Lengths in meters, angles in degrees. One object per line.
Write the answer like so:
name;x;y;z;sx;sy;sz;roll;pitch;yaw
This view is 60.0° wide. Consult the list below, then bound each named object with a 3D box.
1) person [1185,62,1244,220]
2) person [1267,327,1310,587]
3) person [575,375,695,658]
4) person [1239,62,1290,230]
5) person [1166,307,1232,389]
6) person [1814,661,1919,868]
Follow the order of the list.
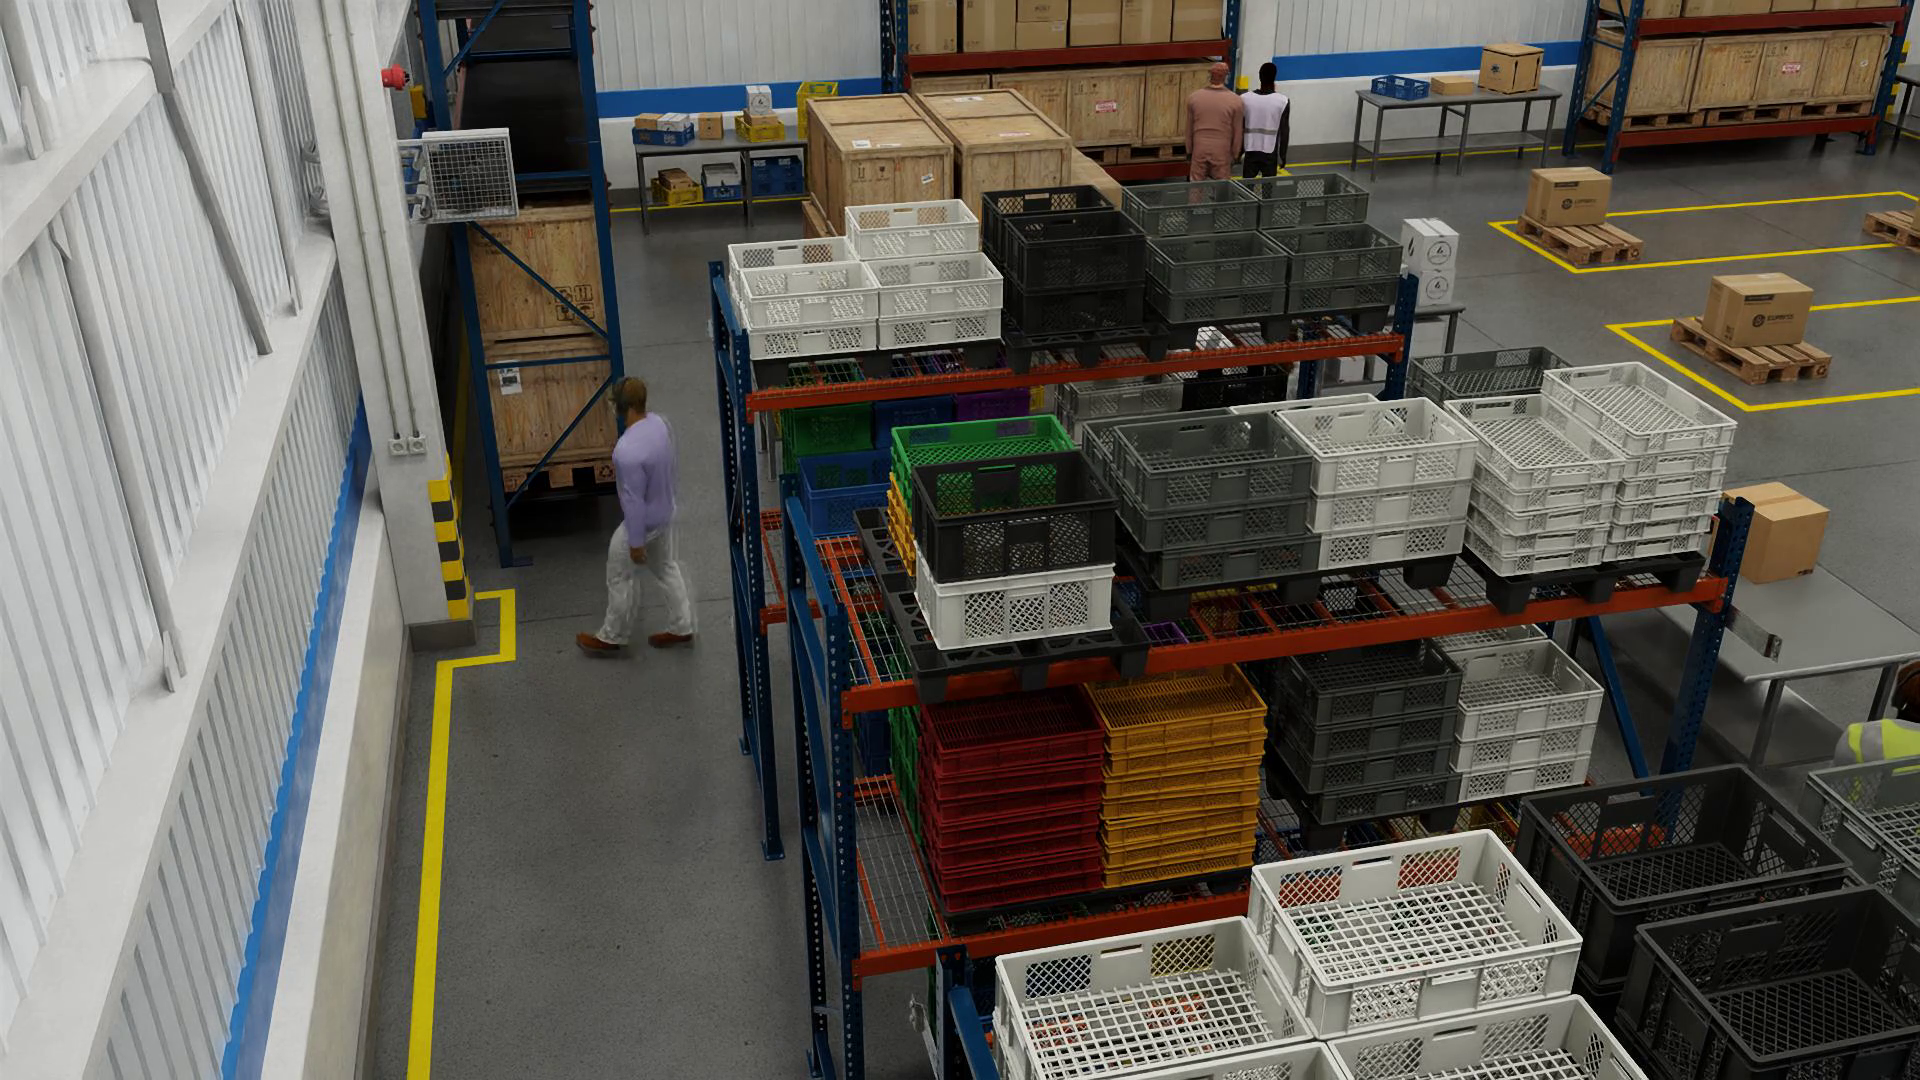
person;2.823;-4.352;18.550;0.643;1.897;0.399;12;30;21
person;2.244;-0.559;11.416;0.361;1.839;0.597;-7;29;-13
person;-2.138;-0.140;10.541;0.857;1.905;0.655;5;28;9
person;3.342;-4.316;18.451;0.594;1.919;0.388;11;30;19
person;1.706;-0.976;12.160;0.579;1.878;0.342;22;35;36
person;4.270;1.386;7.728;0.629;1.836;0.430;5;28;9
